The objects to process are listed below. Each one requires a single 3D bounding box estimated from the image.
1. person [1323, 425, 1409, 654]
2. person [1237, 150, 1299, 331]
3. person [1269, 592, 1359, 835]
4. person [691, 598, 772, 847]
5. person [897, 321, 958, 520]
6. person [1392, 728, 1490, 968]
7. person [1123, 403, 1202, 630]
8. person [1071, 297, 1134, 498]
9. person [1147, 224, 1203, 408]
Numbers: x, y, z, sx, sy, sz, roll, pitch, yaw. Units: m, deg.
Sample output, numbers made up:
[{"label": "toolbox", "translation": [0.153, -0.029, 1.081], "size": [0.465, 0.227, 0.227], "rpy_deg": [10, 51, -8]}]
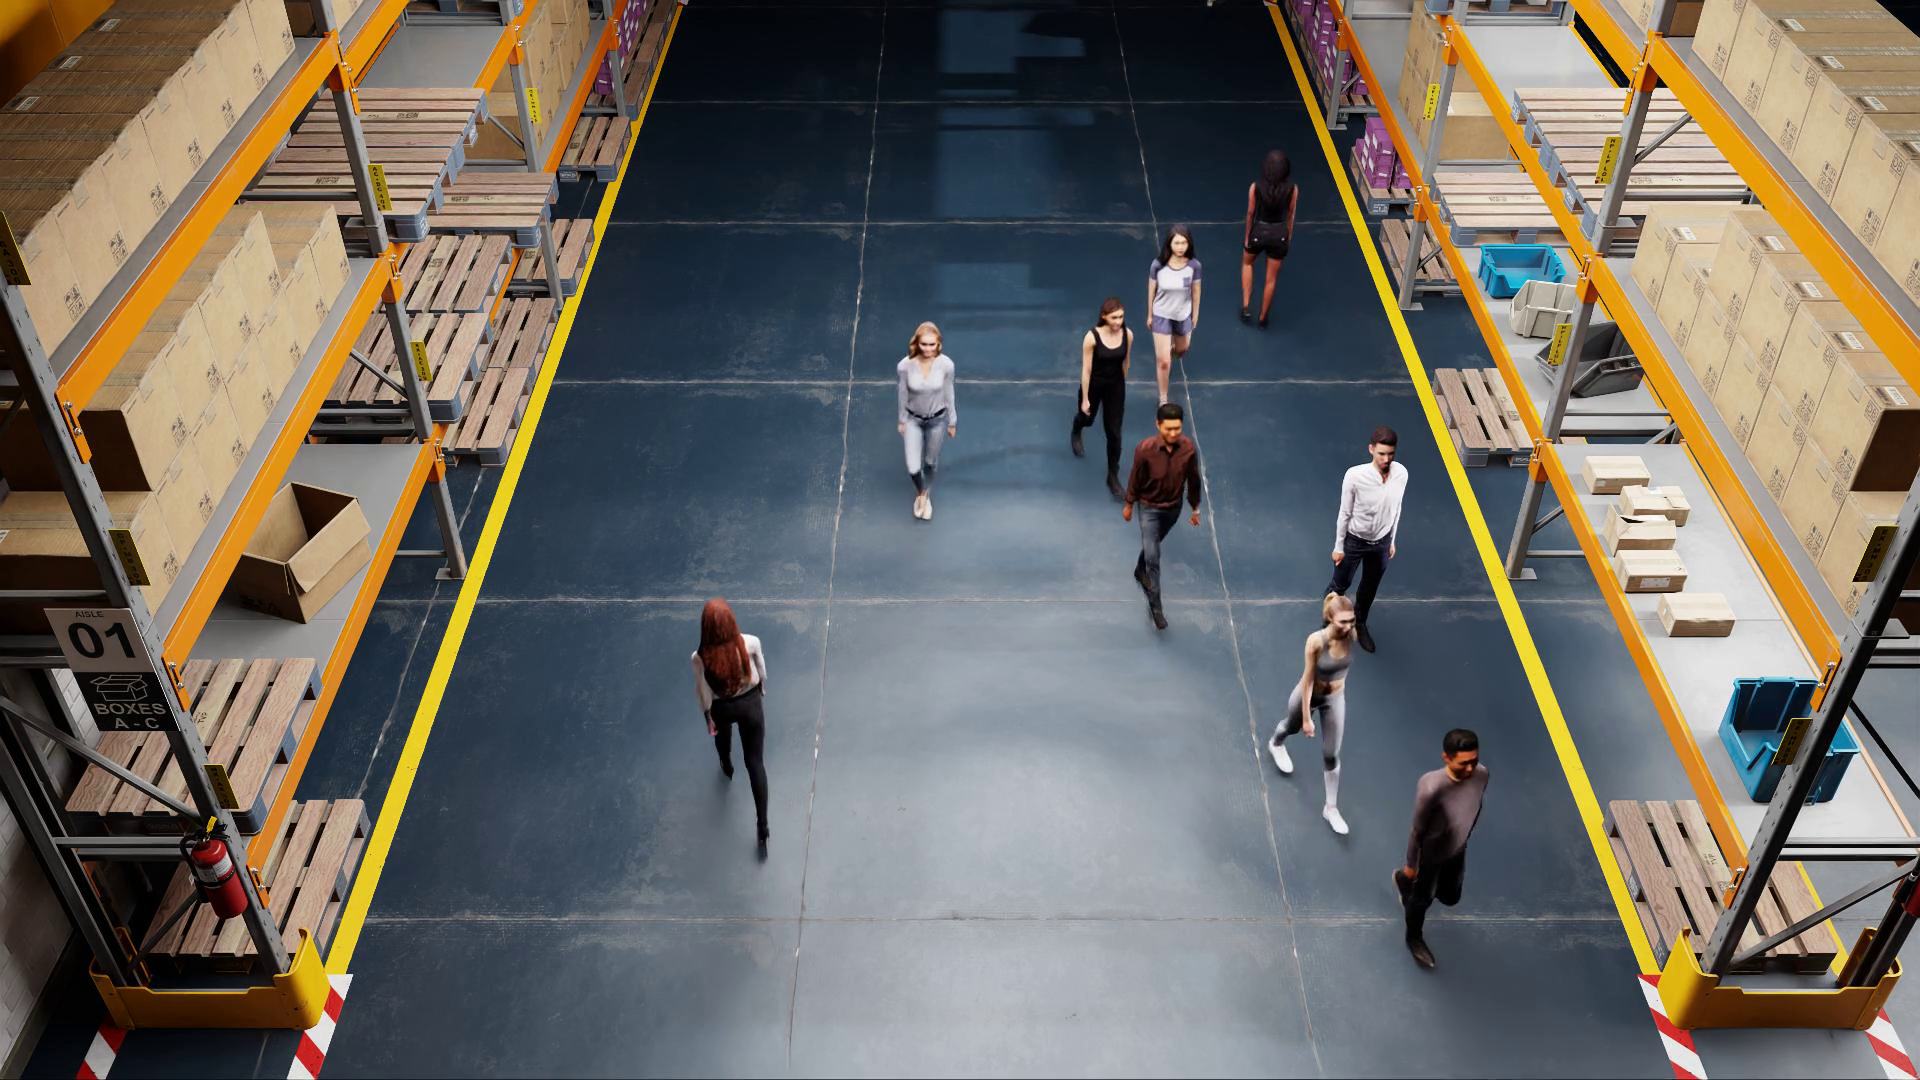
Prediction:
[{"label": "person", "translation": [2.837, -0.017, 11.644], "size": [0.655, 1.868, 0.622], "rpy_deg": [-6, 39, -7]}, {"label": "person", "translation": [2.803, -2.674, 15.082], "size": [0.632, 1.730, 0.622], "rpy_deg": [4, 39, 5]}, {"label": "person", "translation": [2.224, 0.977, 10.567], "size": [0.820, 1.659, 1.196], "rpy_deg": [-12, 40, -15]}, {"label": "person", "translation": [-1.362, 1.137, 10.320], "size": [0.829, 1.716, 1.218], "rpy_deg": [-10, 40, -12]}, {"label": "person", "translation": [-0.272, -0.957, 12.893], "size": [0.598, 1.780, 0.598], "rpy_deg": [0, 39, 0]}, {"label": "person", "translation": [2.710, 1.711, 9.571], "size": [0.897, 1.756, 0.792], "rpy_deg": [-1, 39, -1]}, {"label": "person", "translation": [1.421, -0.288, 12.084], "size": [0.857, 1.743, 1.133], "rpy_deg": [-9, 39, -11]}, {"label": "person", "translation": [1.102, -1.226, 13.329], "size": [0.796, 1.655, 1.184], "rpy_deg": [-9, 39, -11]}, {"label": "person", "translation": [1.817, -1.952, 14.215], "size": [0.582, 1.683, 0.980], "rpy_deg": [0, 39, 0]}]
